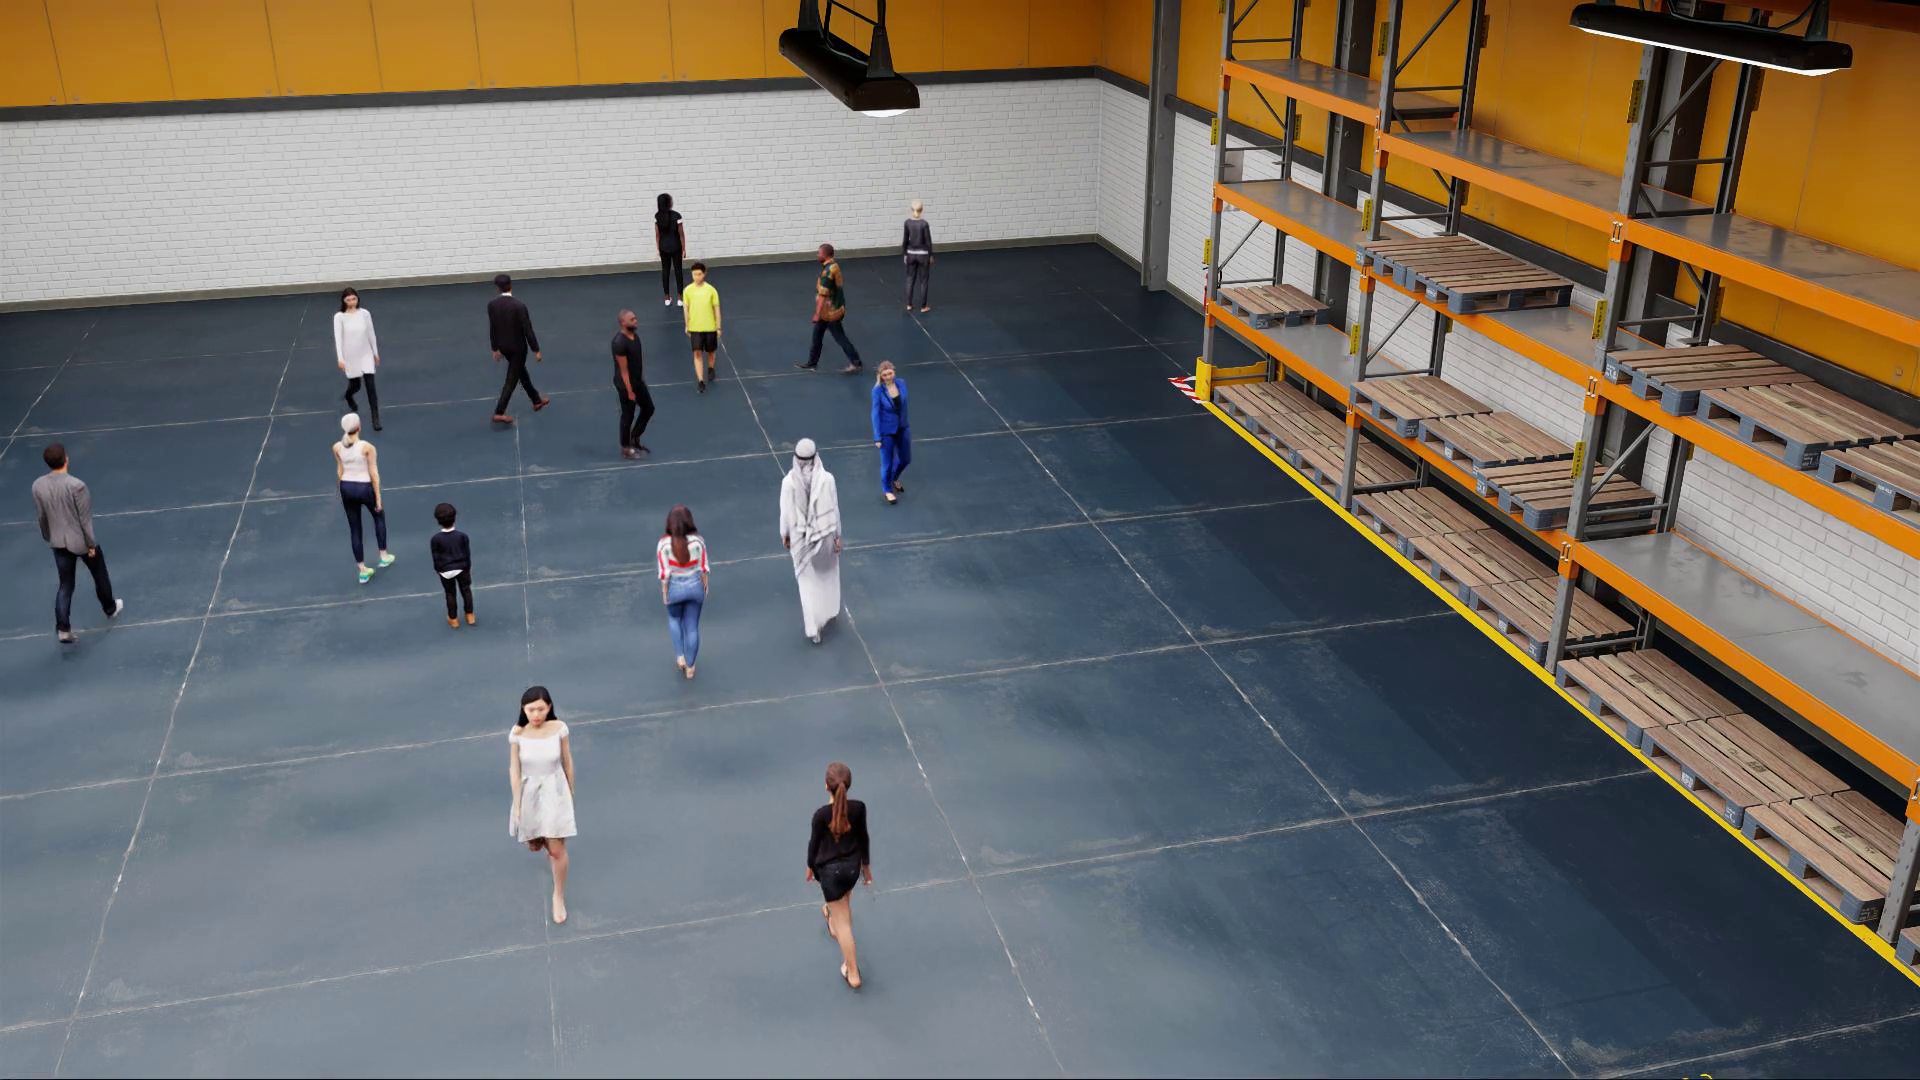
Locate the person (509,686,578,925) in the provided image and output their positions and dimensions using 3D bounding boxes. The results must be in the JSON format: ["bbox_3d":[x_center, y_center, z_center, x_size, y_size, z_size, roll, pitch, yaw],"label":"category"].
[{"bbox_3d":[-2.844,1.758,11.380,0.628,1.755,0.908,-5,24,-12],"label":"person"}]

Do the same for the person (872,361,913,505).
[{"bbox_3d":[-0.770,-1.192,18.235,0.792,1.671,0.856,-20,31,-38],"label":"person"}]

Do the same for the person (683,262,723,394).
[{"bbox_3d":[-3.397,-2.842,22.010,0.753,1.669,1.123,-2,24,-4],"label":"person"}]

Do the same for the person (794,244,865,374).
[{"bbox_3d":[-1.671,-3.081,22.436,0.921,1.766,1.181,0,24,-1],"label":"person"}]

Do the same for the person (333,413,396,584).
[{"bbox_3d":[-5.941,-0.387,16.382,0.740,1.679,0.889,-1,24,-1],"label":"person"}]

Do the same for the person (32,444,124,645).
[{"bbox_3d":[-8.106,0.074,15.140,0.914,1.828,1.317,-1,24,-2],"label":"person"}]

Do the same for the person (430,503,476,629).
[{"bbox_3d":[-4.727,0.232,15.535,0.514,1.224,0.516,-8,25,-18],"label":"person"}]

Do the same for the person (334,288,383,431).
[{"bbox_3d":[-7.450,-2.256,20.531,0.865,1.781,1.119,-17,29,-34],"label":"person"}]

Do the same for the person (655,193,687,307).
[{"bbox_3d":[-4.475,-4.501,25.729,0.690,1.731,0.688,4,24,9],"label":"person"}]

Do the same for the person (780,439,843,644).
[{"bbox_3d":[-1.339,0.038,15.127,0.782,1.906,0.973,-3,24,-7],"label":"person"}]

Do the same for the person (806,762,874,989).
[{"bbox_3d":[-0.753,2.172,10.729,0.649,1.517,1.049,-10,26,-22],"label":"person"}]

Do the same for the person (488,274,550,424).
[{"bbox_3d":[-5.610,-2.321,20.630,1.280,1.820,1.374,11,26,24],"label":"person"}]

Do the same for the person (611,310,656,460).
[{"bbox_3d":[-3.949,-1.811,19.482,0.858,1.804,0.771,7,25,16],"label":"person"}]

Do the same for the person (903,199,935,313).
[{"bbox_3d":[-0.641,-4.343,25.373,0.711,1.726,0.750,10,26,22],"label":"person"}]

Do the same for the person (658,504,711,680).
[{"bbox_3d":[-2.399,0.476,14.507,0.626,1.599,0.629,-4,24,-8],"label":"person"}]
